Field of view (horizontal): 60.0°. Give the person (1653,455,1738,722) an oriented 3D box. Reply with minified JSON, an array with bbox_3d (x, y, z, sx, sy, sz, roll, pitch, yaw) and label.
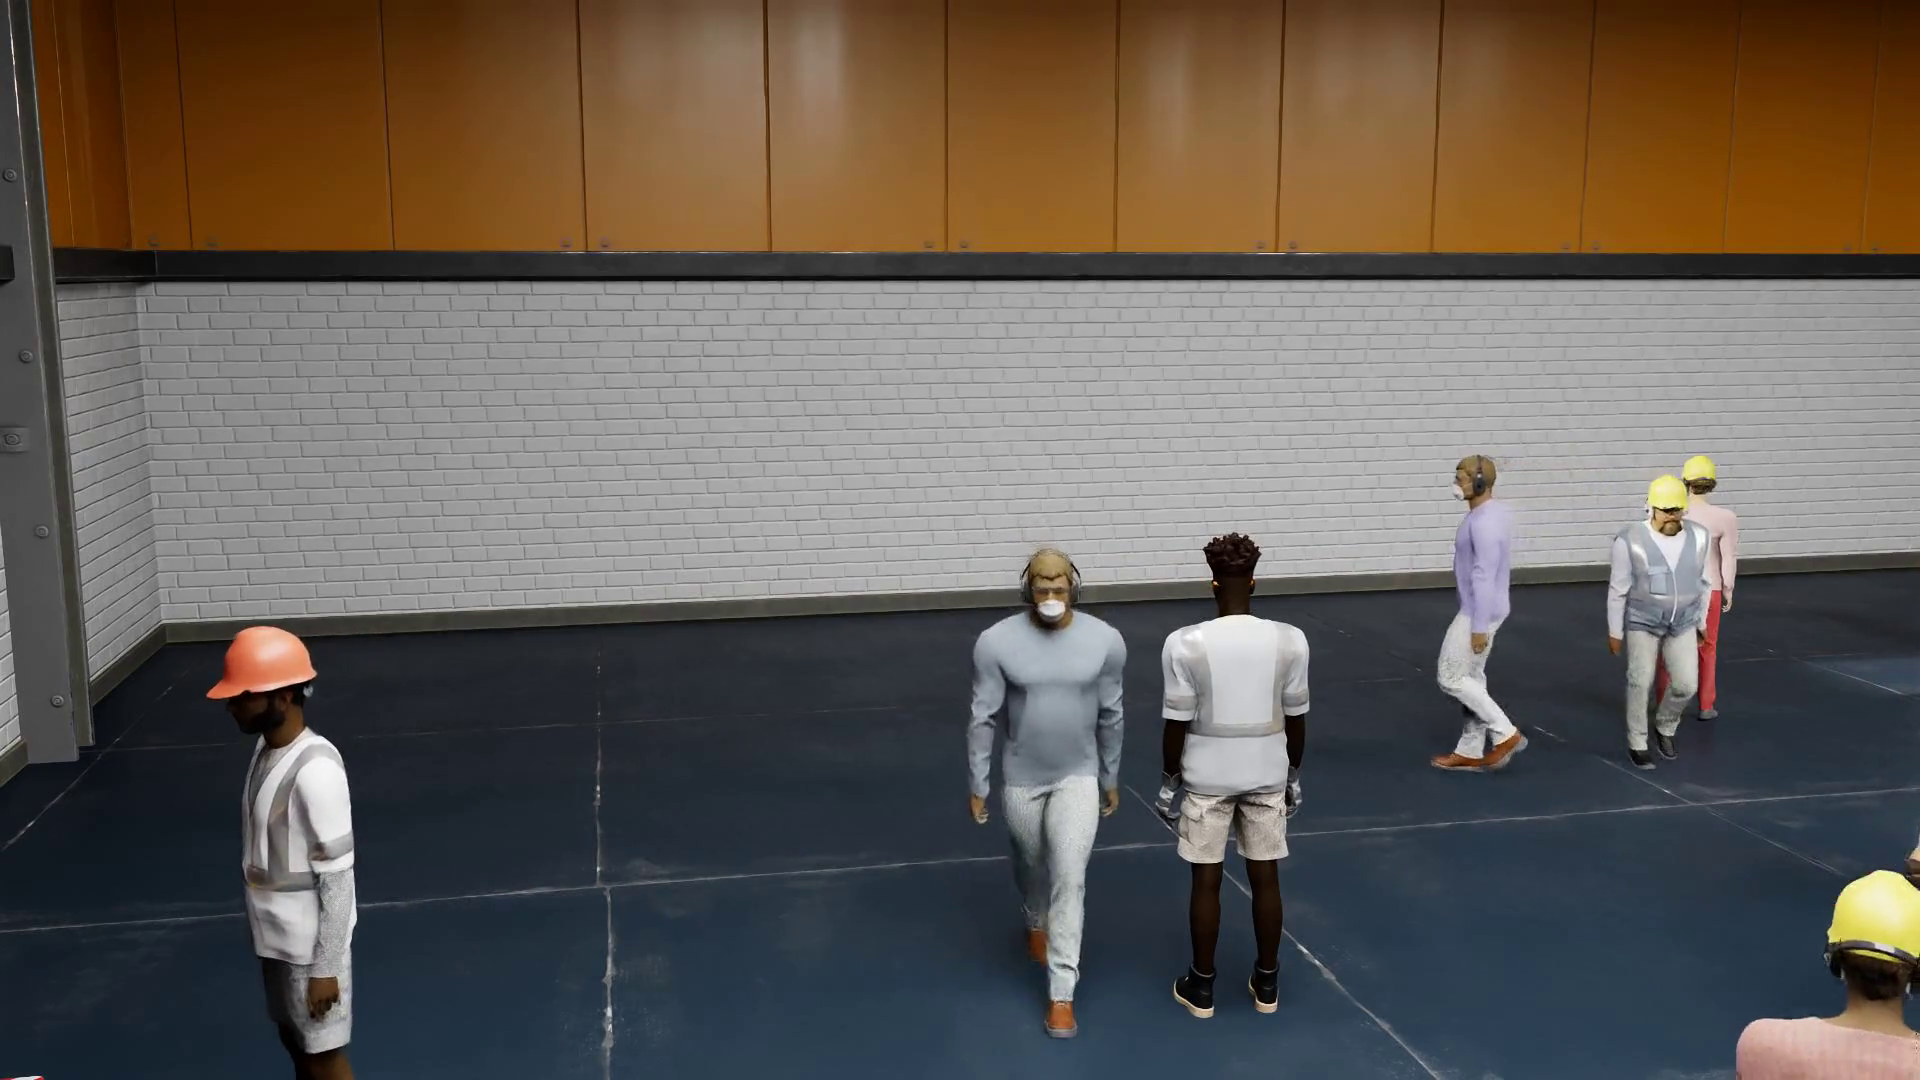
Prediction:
[{"bbox_3d":[4.855,0.323,11.037,0.525,1.772,0.305,5,10,26],"label":"person"}]

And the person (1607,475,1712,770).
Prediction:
[{"bbox_3d":[4.160,0.499,9.862,0.626,1.803,0.482,0,9,3],"label":"person"}]

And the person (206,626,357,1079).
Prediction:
[{"bbox_3d":[-2.059,1.212,5.109,0.376,1.933,0.552,-7,12,-38],"label":"person"}]

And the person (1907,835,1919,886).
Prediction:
[{"bbox_3d":[4.975,0.819,7.923,0.905,1.807,0.627,-4,10,-25],"label":"person"}]

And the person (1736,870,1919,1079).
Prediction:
[{"bbox_3d":[1.897,1.574,3.520,0.533,1.741,0.808,5,10,26],"label":"person"}]

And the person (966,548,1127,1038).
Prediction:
[{"bbox_3d":[0.354,0.950,6.849,0.646,1.898,1.010,0,9,2],"label":"person"}]

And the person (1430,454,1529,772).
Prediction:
[{"bbox_3d":[3.049,0.450,9.800,0.475,1.922,0.654,3,10,18],"label":"person"}]

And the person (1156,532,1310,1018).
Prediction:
[{"bbox_3d":[1.087,0.944,6.669,0.604,1.959,0.377,-1,9,-6],"label":"person"}]
